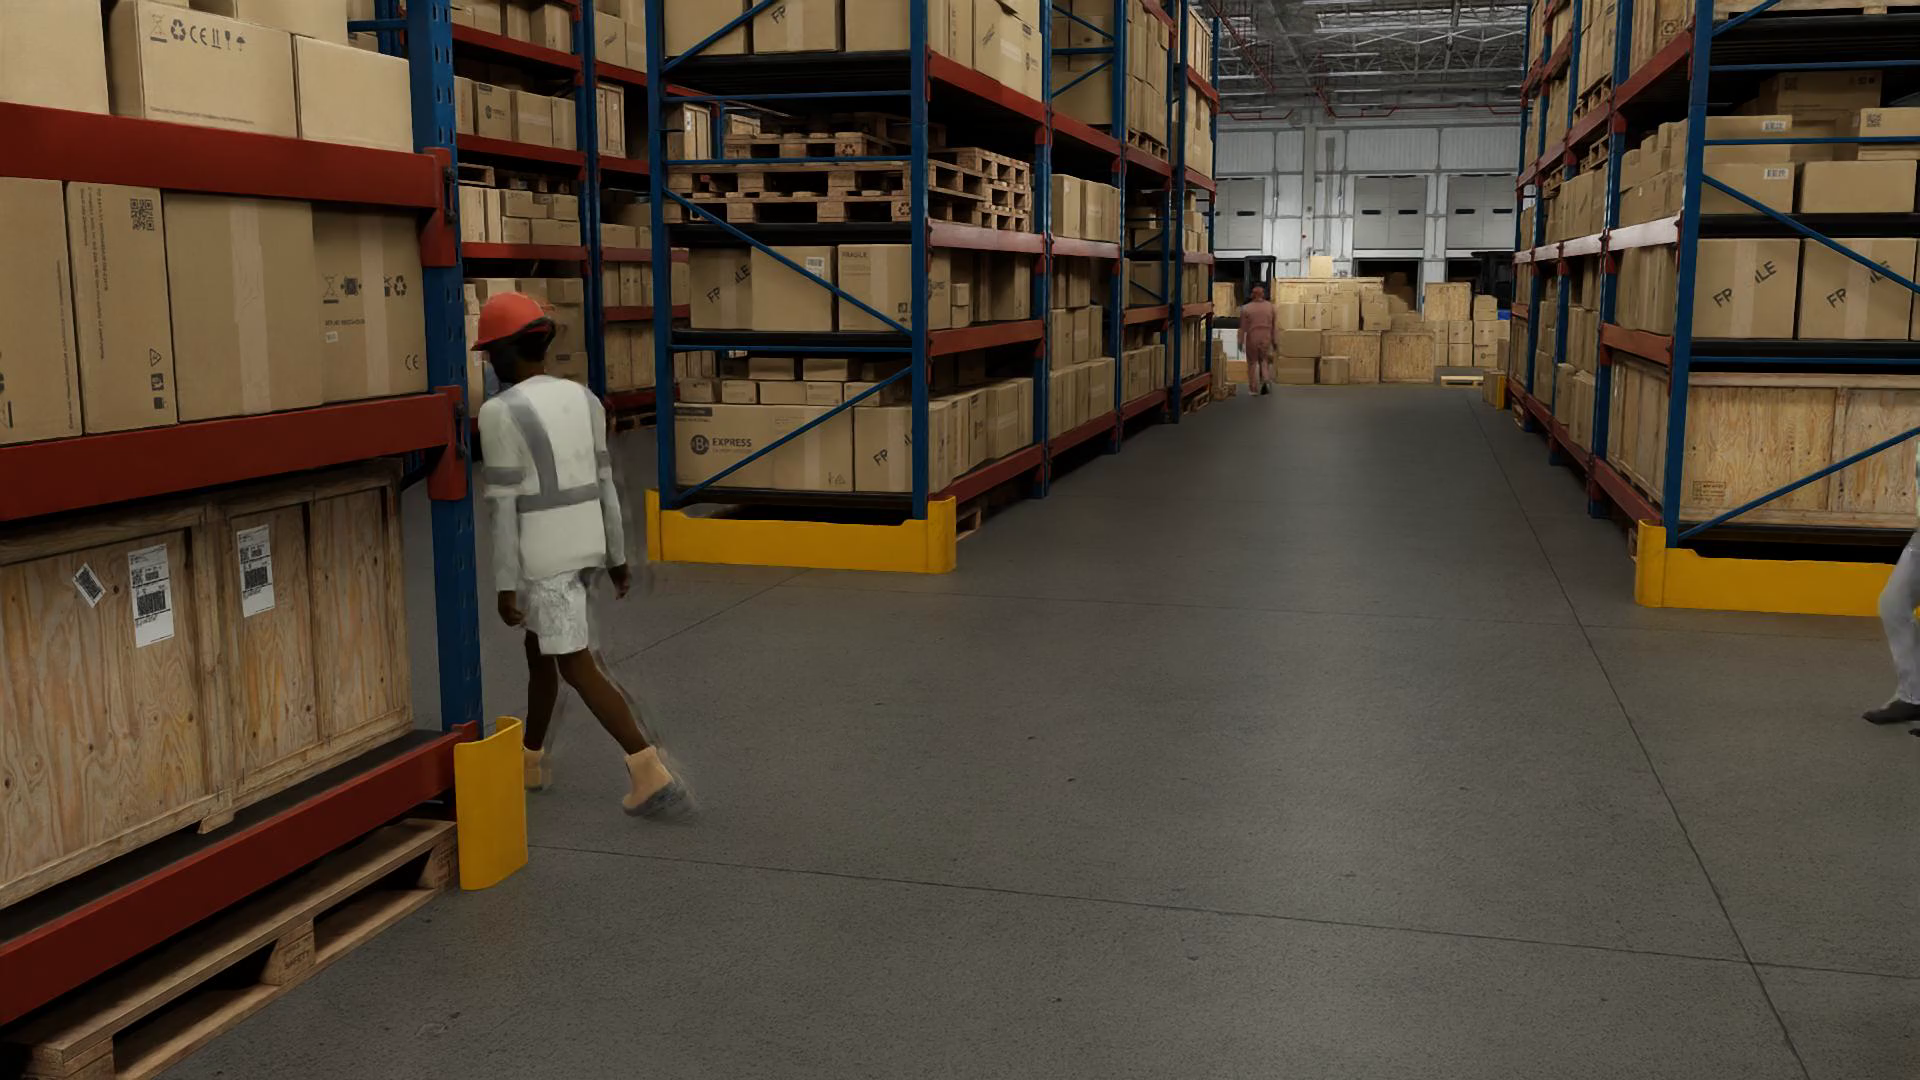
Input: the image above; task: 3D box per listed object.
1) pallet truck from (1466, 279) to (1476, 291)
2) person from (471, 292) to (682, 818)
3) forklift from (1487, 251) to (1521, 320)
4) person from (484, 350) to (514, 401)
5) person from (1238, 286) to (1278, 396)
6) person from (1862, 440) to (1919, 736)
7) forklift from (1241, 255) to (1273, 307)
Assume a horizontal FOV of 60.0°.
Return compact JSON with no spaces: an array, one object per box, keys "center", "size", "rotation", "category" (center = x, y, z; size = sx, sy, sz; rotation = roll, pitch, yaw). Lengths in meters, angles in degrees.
[{"center":[18.896,-8.459,60.307],"size":[1.885,1.965,0.823],"rotation":[5,10,31],"category":"pallet truck"},{"center":[-1.460,0.057,6.278],"size":[1.002,1.989,0.638],"rotation":[4,10,23],"category":"person"},{"center":[15.999,-7.114,48.967],"size":[1.129,2.768,1.873],"rotation":[-2,9,-12],"category":"forklift"},{"center":[-3.601,-0.874,13.270],"size":[0.272,1.632,0.507],"rotation":[2,9,14],"category":"person"},{"center":[5.119,-3.429,28.677],"size":[0.676,1.891,0.431],"rotation":[-1,9,-5],"category":"person"},{"center":[4.275,-0.022,7.273],"size":[0.581,1.827,0.569],"rotation":[1,9,5],"category":"person"},{"center":[10.551,-8.662,58.805],"size":[1.129,2.768,1.873],"rotation":[2,9,15],"category":"forklift"}]
